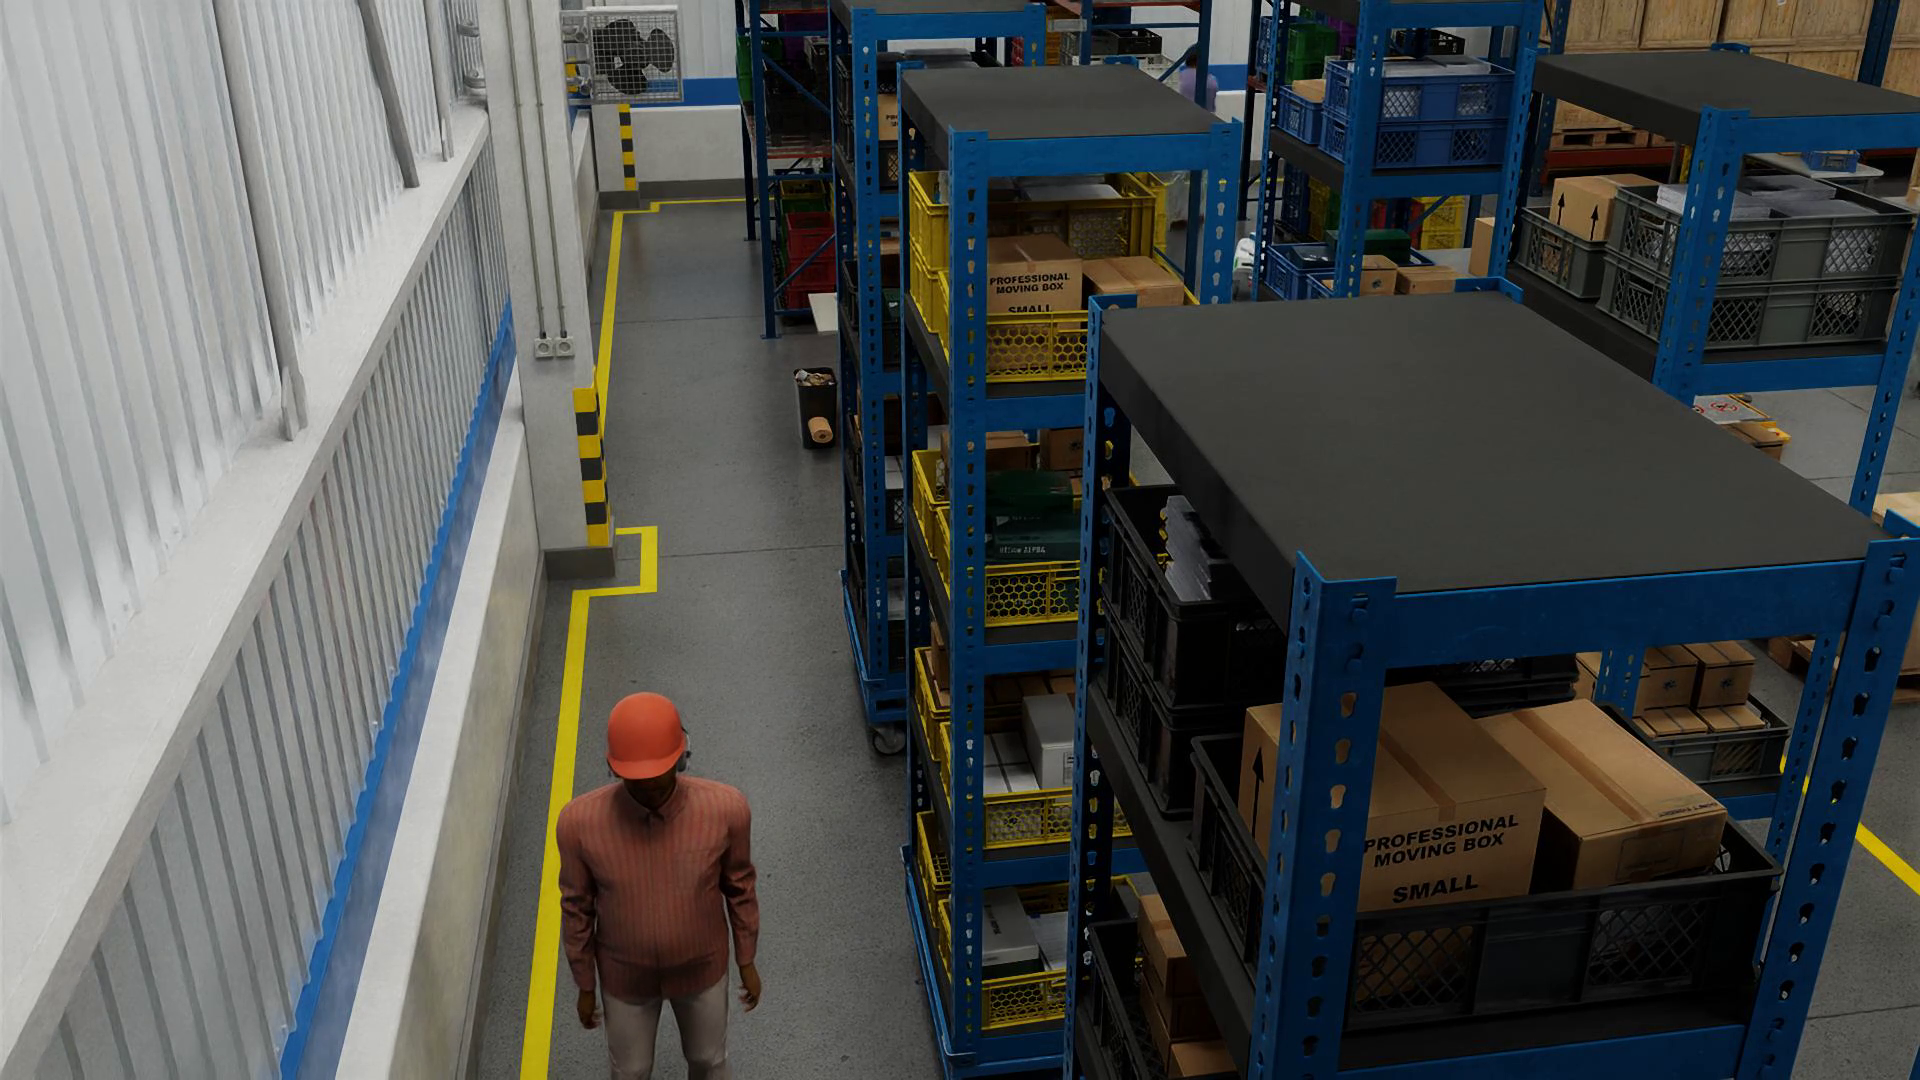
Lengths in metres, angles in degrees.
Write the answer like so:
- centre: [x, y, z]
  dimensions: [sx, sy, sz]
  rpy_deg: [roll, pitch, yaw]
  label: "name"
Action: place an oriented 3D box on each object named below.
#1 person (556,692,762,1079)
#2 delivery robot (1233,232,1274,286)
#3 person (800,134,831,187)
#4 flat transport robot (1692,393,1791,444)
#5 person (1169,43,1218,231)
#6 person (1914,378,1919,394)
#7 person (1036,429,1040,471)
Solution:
- centre: [-0.931, 1.355, 5.273]
  dimensions: [0.613, 1.995, 0.390]
  rpy_deg: [-5, 25, -12]
  label: "person"
- centre: [2.748, -2.635, 15.549]
  dimensions: [0.477, 0.478, 0.707]
  rpy_deg: [5, 25, 12]
  label: "delivery robot"
- centre: [-1.586, -4.575, 18.297]
  dimensions: [0.361, 1.883, 0.574]
  rpy_deg: [-21, 32, -38]
  label: "person"
- centre: [5.224, -0.859, 12.132]
  dimensions: [1.431, 0.197, 0.652]
  rpy_deg: [-4, 25, -8]
  label: "flat transport robot"
- centre: [2.421, -4.252, 17.590]
  dimensions: [0.650, 1.882, 0.715]
  rpy_deg: [17, 30, 32]
  label: "person"
- centre: [7.772, -1.931, 12.656]
  dimensions: [0.628, 1.795, 0.435]
  rpy_deg: [-4, 25, -10]
  label: "person"
- centre: [0.393, -1.130, 11.126]
  dimensions: [0.370, 1.618, 0.522]
  rpy_deg: [21, 32, 38]
  label: "person"
